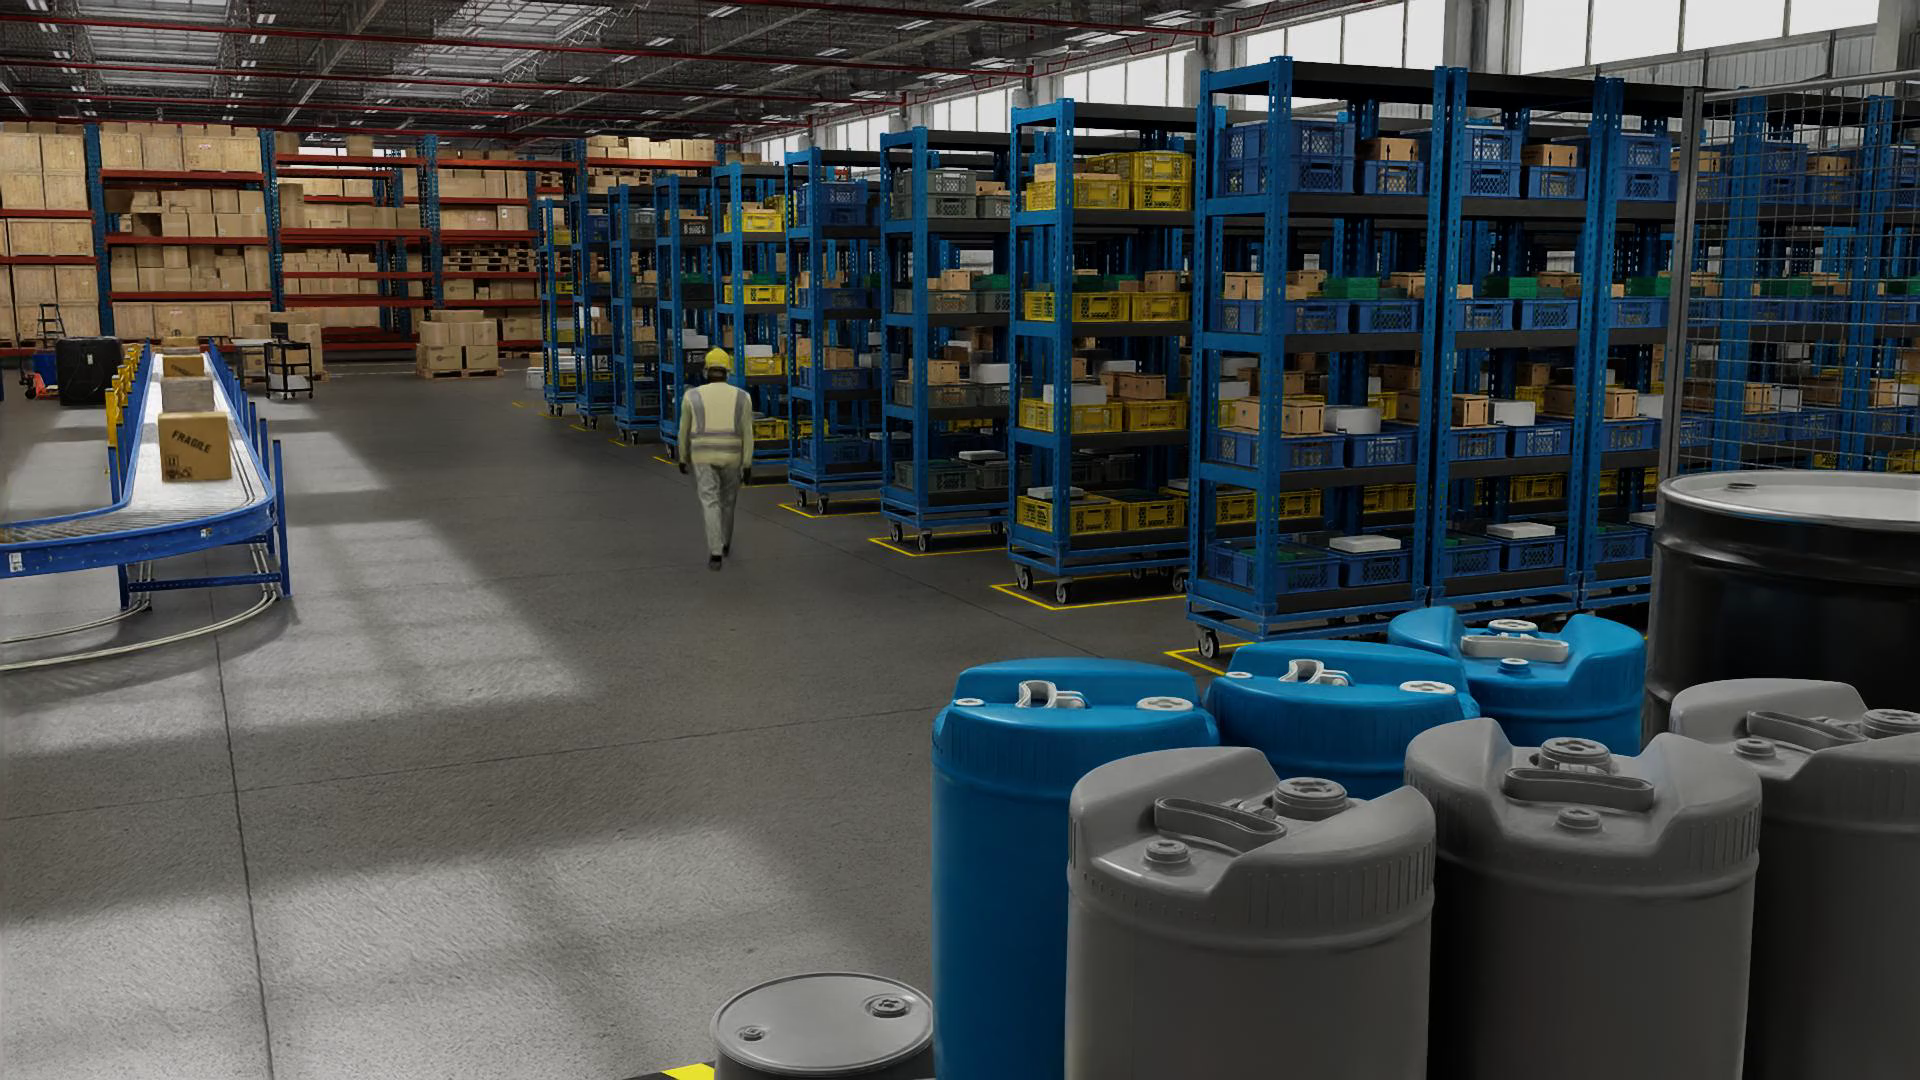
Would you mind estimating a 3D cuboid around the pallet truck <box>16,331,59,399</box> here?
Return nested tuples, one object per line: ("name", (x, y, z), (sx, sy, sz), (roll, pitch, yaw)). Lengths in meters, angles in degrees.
("pallet truck", (-17.082, -3.353, 31.781), (1.630, 1.274, 0.653), (-4, 10, -25))

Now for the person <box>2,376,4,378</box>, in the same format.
("person", (-21.974, -4.508, 37.357), (0.651, 1.813, 0.600), (-4, 10, -22))

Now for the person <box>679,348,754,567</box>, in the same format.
("person", (-2.015, -0.687, 13.744), (0.586, 1.787, 0.933), (-3, 10, -18))

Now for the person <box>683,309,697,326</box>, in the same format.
("person", (-5.968, -4.558, 37.319), (0.613, 1.933, 0.535), (2, 9, 9))

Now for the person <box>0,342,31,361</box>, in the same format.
("person", (-25.861, -5.882, 45.345), (1.058, 1.993, 0.610), (-4, 10, -24))

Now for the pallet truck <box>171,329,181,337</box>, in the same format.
("pallet truck", (-17.275, -3.851, 35.096), (1.601, 1.201, 0.680), (0, 9, 1))
